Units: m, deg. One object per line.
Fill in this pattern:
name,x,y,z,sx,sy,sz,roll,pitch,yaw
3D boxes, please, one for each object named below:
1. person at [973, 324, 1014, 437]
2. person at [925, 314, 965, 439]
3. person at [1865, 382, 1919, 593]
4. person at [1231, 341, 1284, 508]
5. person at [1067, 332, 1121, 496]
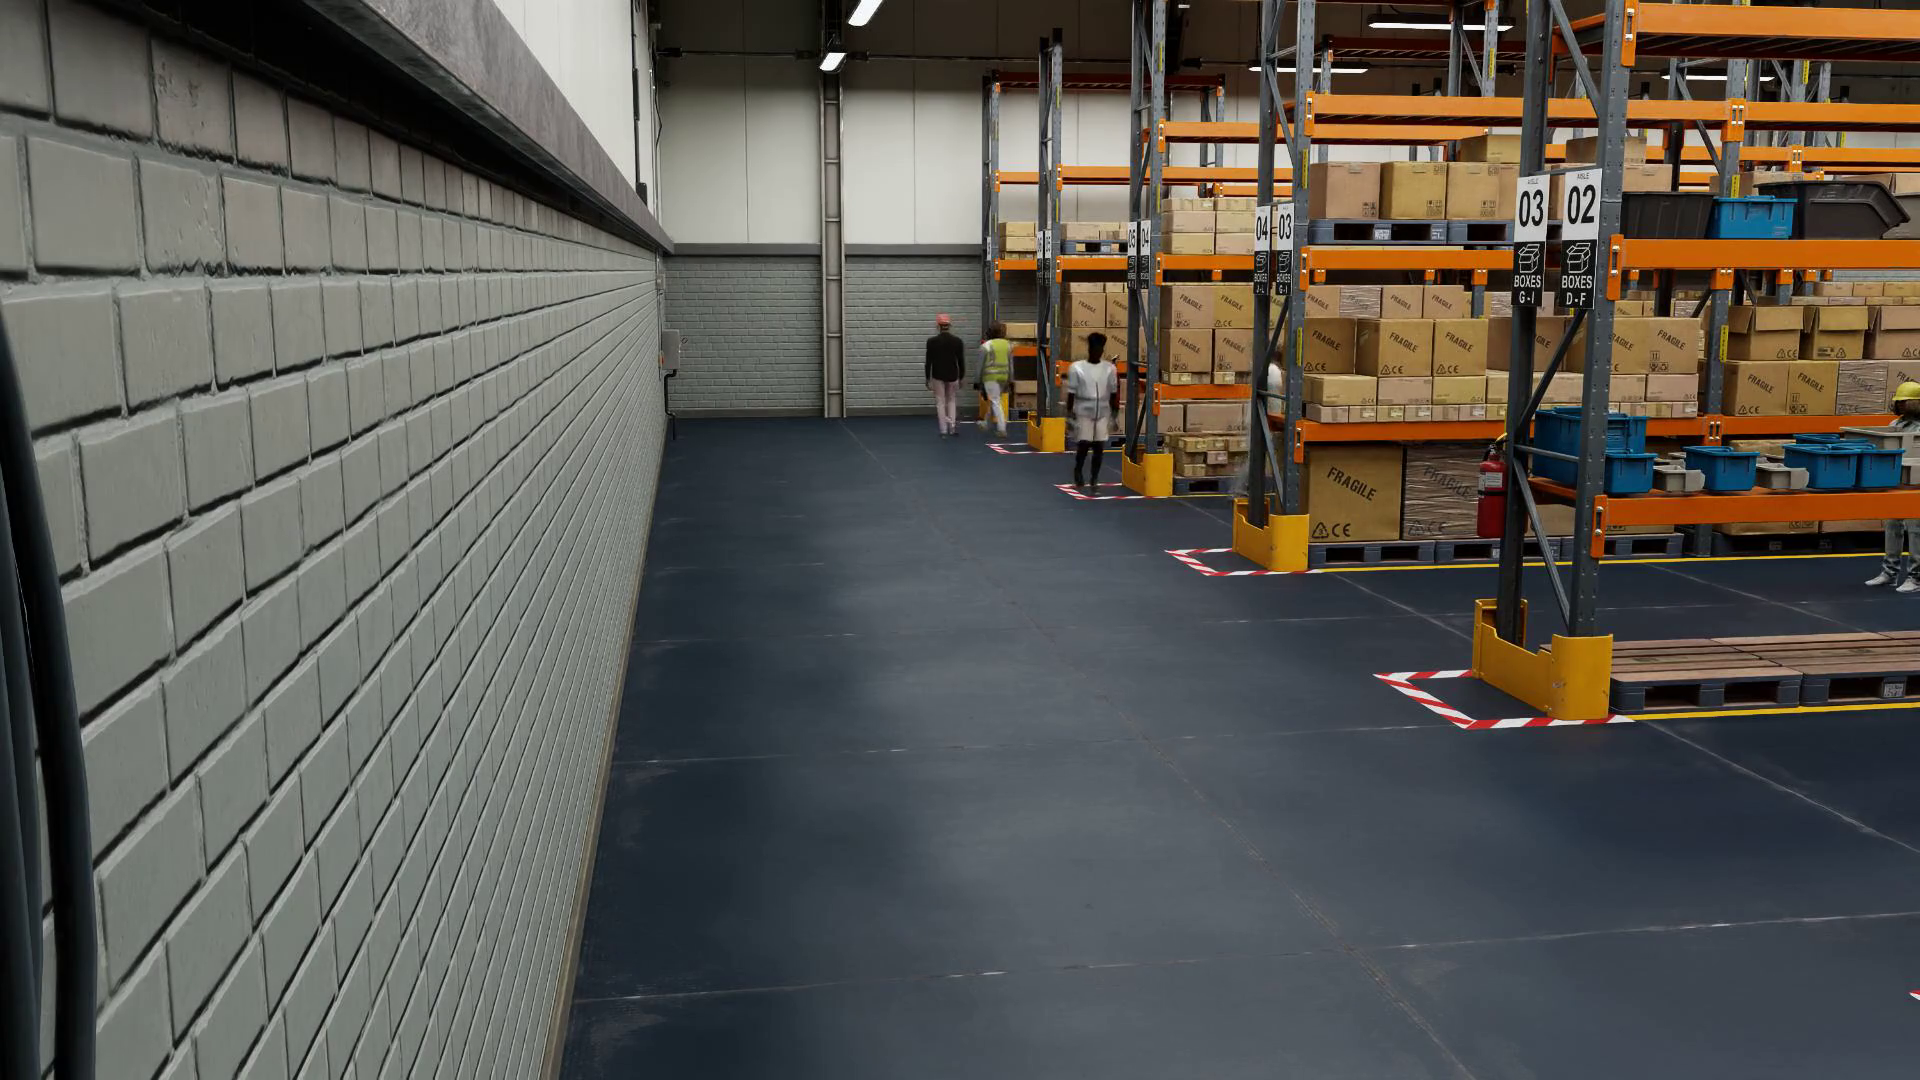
person,0.510,-2.567,26.743,0.637,1.790,0.978,-7,12,-37
person,-0.253,-2.580,26.303,0.618,1.972,0.472,-3,10,-16
person,7.811,-0.437,13.760,0.324,1.742,0.492,-2,10,-15
person,3.514,-1.259,18.428,1.049,1.874,0.637,2,9,11
person,1.571,-1.493,19.672,0.611,1.942,0.440,-2,9,-14
